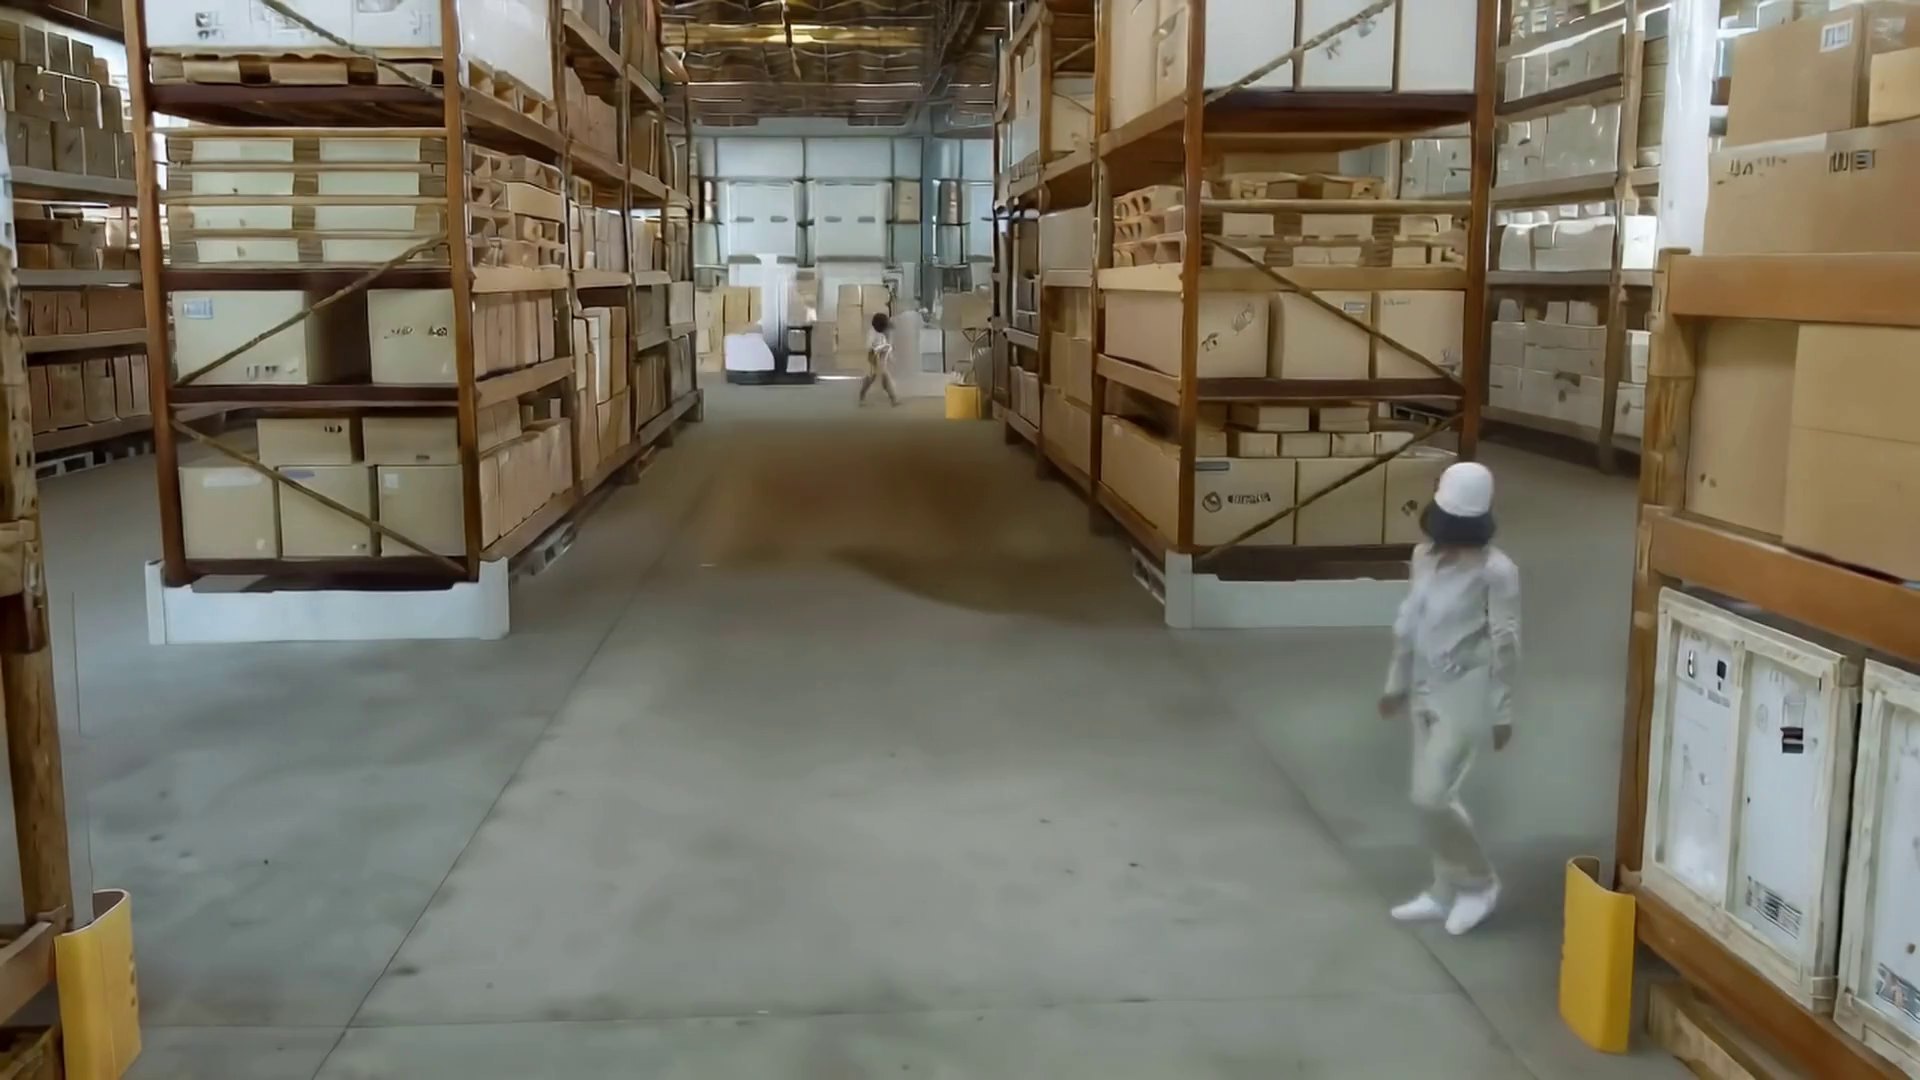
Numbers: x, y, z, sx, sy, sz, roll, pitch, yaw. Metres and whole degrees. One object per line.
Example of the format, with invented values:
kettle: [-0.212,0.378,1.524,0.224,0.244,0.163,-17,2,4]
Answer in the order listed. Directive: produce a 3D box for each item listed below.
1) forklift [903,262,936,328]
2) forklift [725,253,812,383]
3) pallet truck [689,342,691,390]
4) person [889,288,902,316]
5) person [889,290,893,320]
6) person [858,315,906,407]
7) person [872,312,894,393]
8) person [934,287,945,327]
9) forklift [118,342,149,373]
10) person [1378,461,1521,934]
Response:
forklift: [-1.796,-8.346,58.236,1.873,2.768,1.129,0,9,3]
forklift: [-4.157,-4.825,36.125,1.873,2.768,1.129,-1,9,-4]
pallet truck: [-5.225,-3.008,27.480,1.885,1.965,0.823,2,9,14]
person: [-2.305,-7.827,57.969,0.636,1.930,0.371,4,10,22]
person: [-2.414,-7.288,54.540,0.355,1.936,0.637,8,12,40]
person: [-1.437,-3.184,29.652,0.863,1.646,0.541,-1,9,-7]
person: [-1.536,-3.731,33.165,0.576,1.625,0.525,8,12,40]
person: [-0.650,-8.309,60.983,0.594,1.926,0.367,-1,9,-6]
forklift: [-15.706,-4.044,31.220,1.129,2.768,1.873,-1,9,-4]
person: [1.721,0.565,5.908,0.390,1.722,0.515,-3,10,-18]
